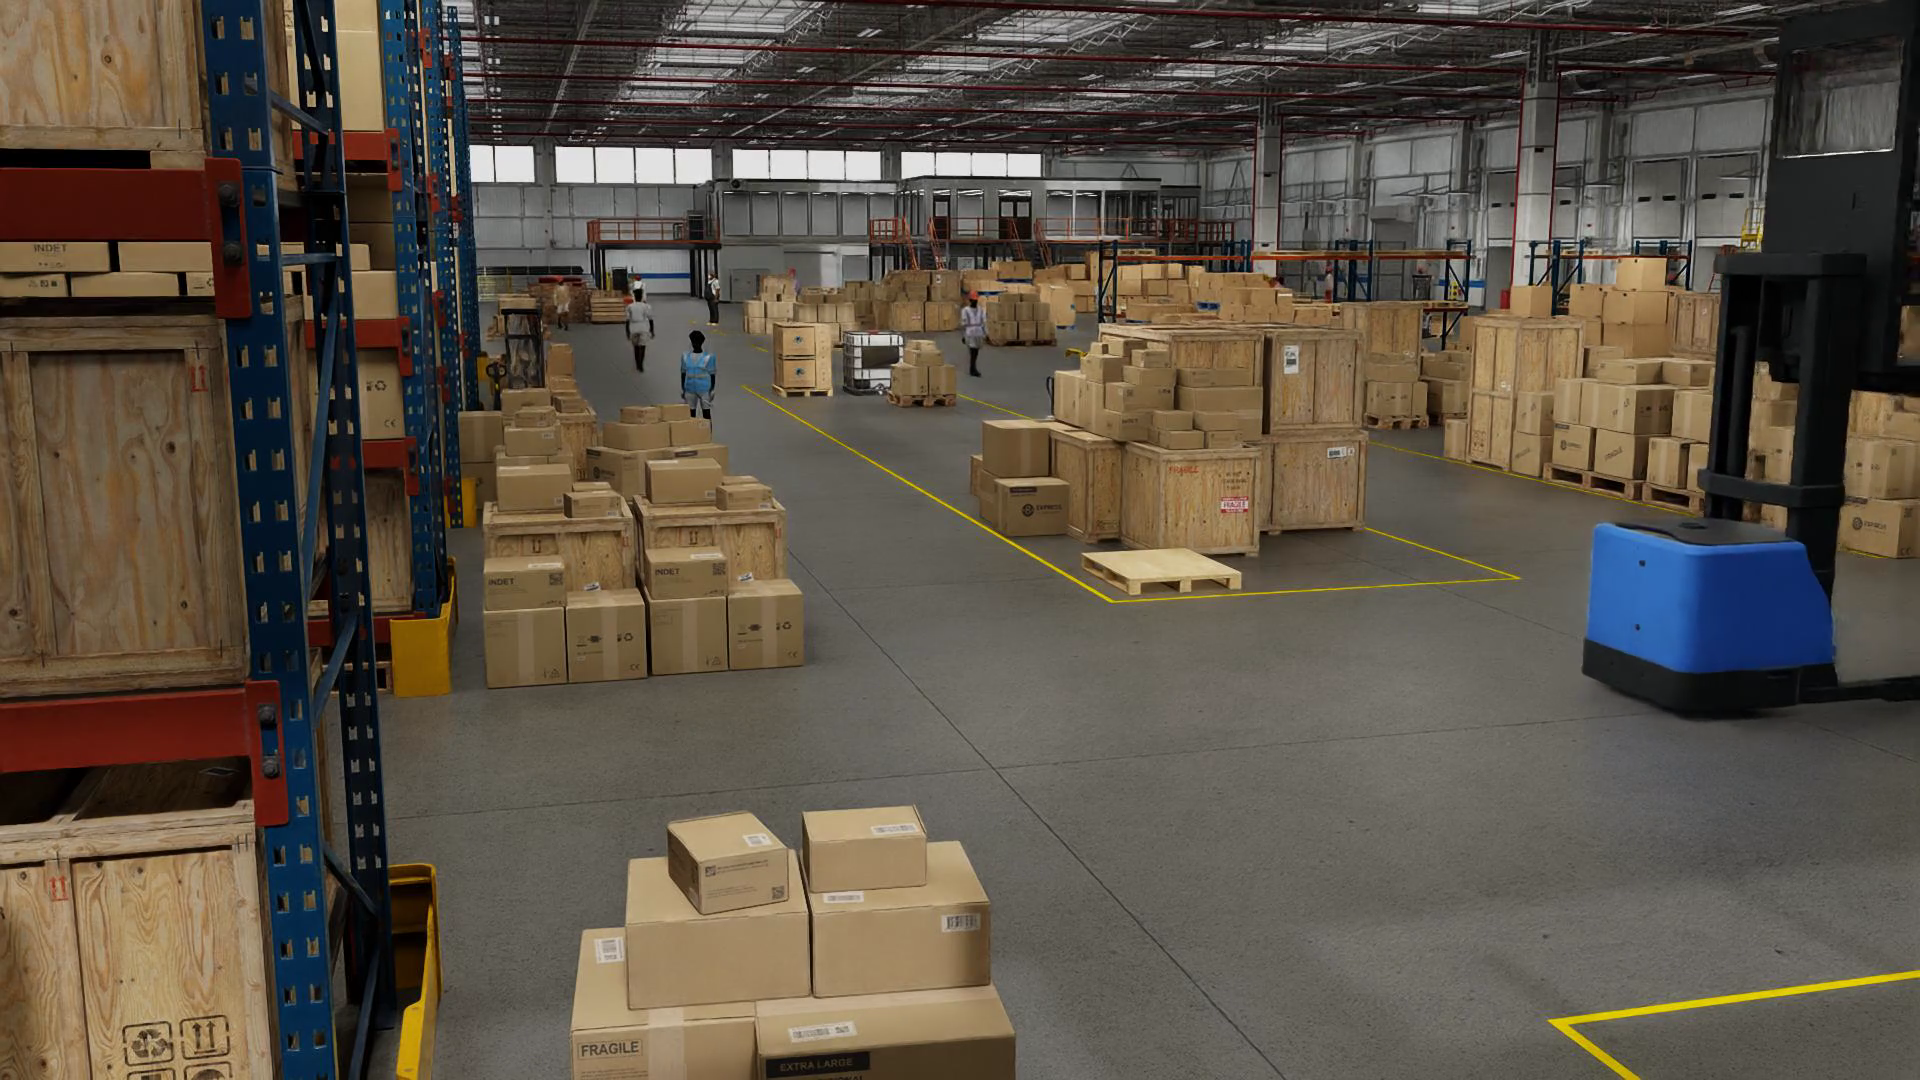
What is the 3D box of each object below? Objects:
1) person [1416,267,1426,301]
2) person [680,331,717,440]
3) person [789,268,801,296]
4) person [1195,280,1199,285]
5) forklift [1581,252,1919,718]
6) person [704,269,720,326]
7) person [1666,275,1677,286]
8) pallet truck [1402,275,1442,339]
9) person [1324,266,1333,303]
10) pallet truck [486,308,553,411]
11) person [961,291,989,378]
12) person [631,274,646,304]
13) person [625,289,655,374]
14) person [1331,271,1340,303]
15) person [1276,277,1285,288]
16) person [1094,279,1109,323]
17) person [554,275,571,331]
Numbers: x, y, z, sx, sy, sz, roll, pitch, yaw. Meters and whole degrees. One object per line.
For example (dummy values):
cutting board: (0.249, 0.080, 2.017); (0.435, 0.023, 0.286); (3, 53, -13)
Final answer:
person: (21.238, -11.626, 76.759); (0.595, 1.909, 0.499); (-1, 10, -3)
person: (-3.693, -2.106, 23.462); (0.531, 1.693, 0.320); (2, 10, 9)
person: (-6.392, -9.354, 63.530); (0.647, 2.031, 0.408); (-3, 10, -16)
person: (9.252, -9.300, 63.797); (0.621, 1.838, 0.429); (6, 11, 29)
forklift: (5.099, -0.409, 10.490); (1.873, 2.768, 1.129); (-3, 10, -15)
person: (-8.994, -8.771, 60.217); (0.538, 2.000, 0.683); (-7, 12, -34)
person: (23.182, -7.648, 54.095); (0.772, 1.961, 0.658); (-6, 12, -31)
pallet truck: (14.620, -7.324, 52.145); (0.823, 1.965, 1.885); (8, 13, 40)
person: (16.098, -10.963, 72.765); (0.402, 1.990, 0.622); (4, 11, 19)
pallet truck: (-6.242, -2.418, 24.362); (0.823, 1.965, 1.885); (1, 10, 3)
person: (0.295, -4.556, 36.777); (0.562, 1.907, 0.948); (-3, 11, -18)
person: (-12.004, -8.990, 62.064); (0.579, 1.841, 1.017); (0, 10, -1)
person: (-7.282, -4.739, 37.753); (0.609, 1.924, 0.990); (0, 10, 3)
person: (17.654, -11.877, 78.123); (0.429, 1.933, 0.608); (2, 10, 9)
person: (12.634, -9.594, 65.901); (0.532, 1.672, 0.702); (-8, 13, -40)
person: (4.725, -7.813, 55.482); (0.484, 1.810, 1.007); (2, 10, 12)
person: (-13.604, -8.110, 56.825); (0.552, 1.913, 0.599); (-5, 11, -26)
